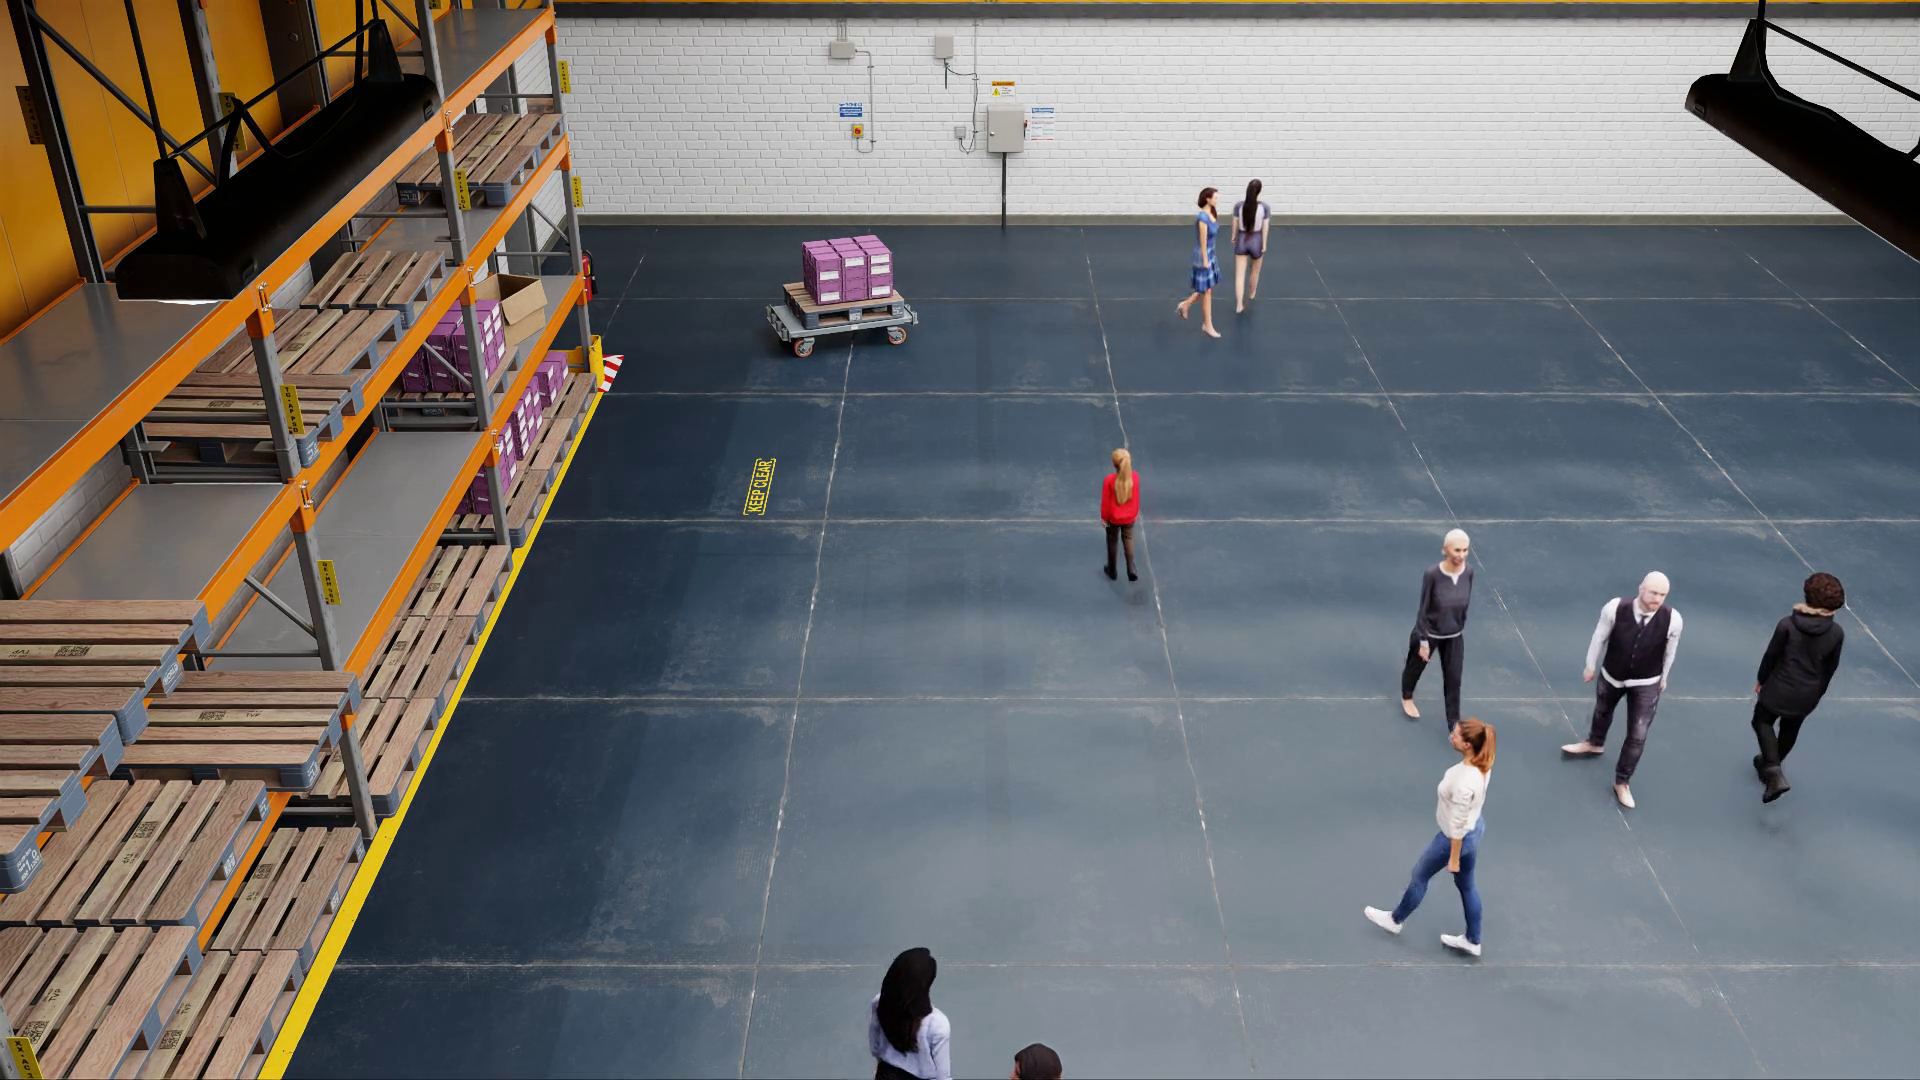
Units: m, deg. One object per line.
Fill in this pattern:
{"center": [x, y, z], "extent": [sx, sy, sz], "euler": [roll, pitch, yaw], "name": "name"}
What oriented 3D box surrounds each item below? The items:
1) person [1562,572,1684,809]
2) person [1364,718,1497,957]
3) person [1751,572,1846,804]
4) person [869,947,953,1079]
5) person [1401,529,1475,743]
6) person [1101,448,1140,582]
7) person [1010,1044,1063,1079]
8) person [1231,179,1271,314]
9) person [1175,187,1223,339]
{"center": [4.730, 0.961, 11.811], "extent": [0.988, 1.787, 1.080], "euler": [16, 32, 27], "name": "person"}
{"center": [3.148, 1.872, 10.239], "extent": [1.018, 1.692, 1.022], "euler": [18, 34, 30], "name": "person"}
{"center": [5.839, 1.065, 11.645], "extent": [0.746, 1.764, 1.015], "euler": [6, 29, 10], "name": "person"}
{"center": [-0.299, 2.860, 8.421], "extent": [0.951, 1.698, 1.206], "euler": [11, 31, 20], "name": "person"}
{"center": [3.551, 0.648, 12.486], "extent": [0.718, 1.690, 1.083], "euler": [-4, 29, -8], "name": "person"}
{"center": [1.417, -0.188, 14.454], "extent": [0.577, 1.271, 0.731], "euler": [-6, 29, -11], "name": "person"}
{"center": [0.367, 3.084, 7.989], "extent": [0.686, 1.720, 0.548], "euler": [-8, 30, -14], "name": "person"}
{"center": [3.506, -3.539, 20.249], "extent": [0.778, 1.605, 1.078], "euler": [7, 29, 13], "name": "person"}
{"center": [2.830, -3.257, 19.536], "extent": [0.876, 1.794, 0.863], "euler": [9, 30, 16], "name": "person"}
